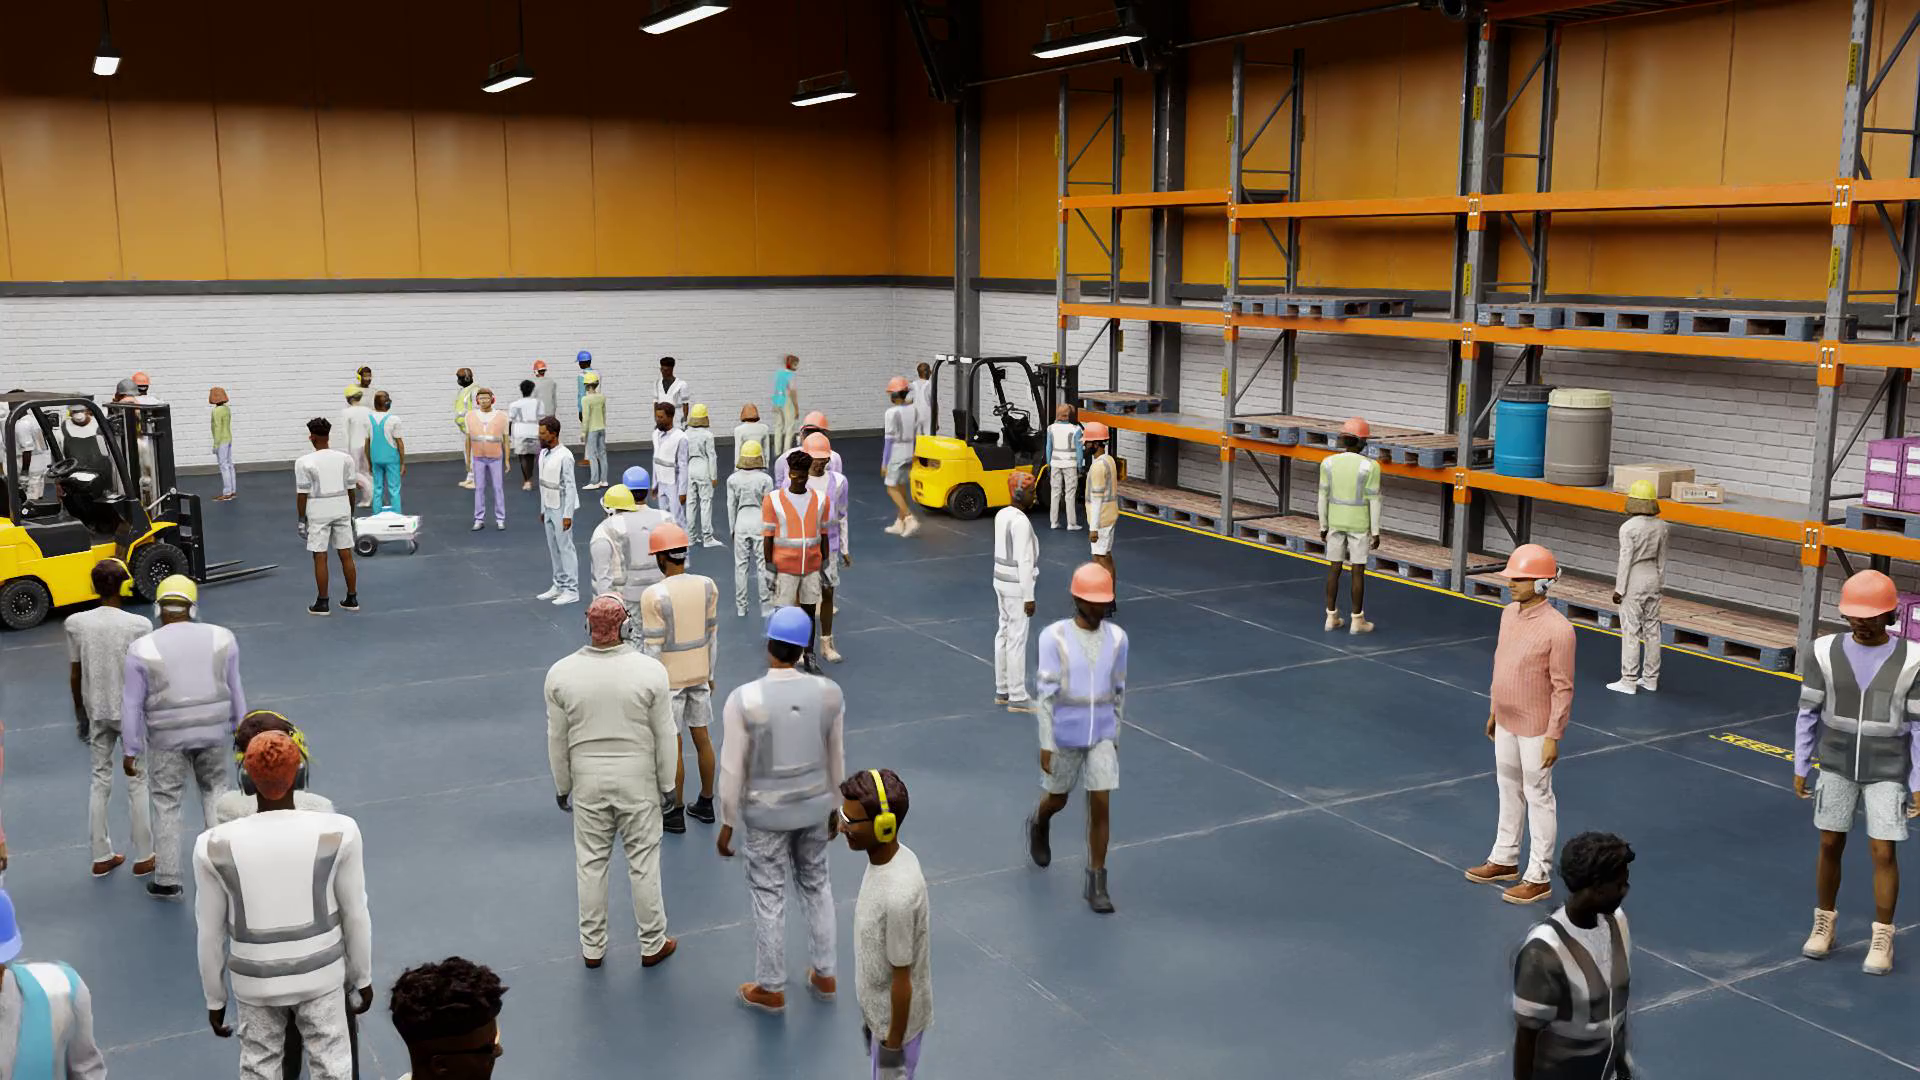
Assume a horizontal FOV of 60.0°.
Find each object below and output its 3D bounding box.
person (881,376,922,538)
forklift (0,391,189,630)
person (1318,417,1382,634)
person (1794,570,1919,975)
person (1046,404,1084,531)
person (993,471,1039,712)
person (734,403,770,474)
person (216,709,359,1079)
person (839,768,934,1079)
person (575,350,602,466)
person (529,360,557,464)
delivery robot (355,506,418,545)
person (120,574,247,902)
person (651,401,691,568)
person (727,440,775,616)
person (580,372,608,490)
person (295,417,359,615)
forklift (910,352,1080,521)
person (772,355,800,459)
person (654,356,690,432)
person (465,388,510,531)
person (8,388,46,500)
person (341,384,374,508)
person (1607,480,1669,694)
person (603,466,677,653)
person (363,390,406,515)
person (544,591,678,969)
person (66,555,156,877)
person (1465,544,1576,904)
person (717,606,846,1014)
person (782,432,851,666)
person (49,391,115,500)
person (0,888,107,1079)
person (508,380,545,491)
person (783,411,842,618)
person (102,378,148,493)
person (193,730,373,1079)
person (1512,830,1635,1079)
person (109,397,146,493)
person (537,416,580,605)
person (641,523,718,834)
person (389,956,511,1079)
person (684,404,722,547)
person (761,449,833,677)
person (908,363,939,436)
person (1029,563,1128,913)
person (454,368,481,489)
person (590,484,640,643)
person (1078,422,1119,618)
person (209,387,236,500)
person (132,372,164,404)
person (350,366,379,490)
[{"bbox_3d":[-0.742,-1.039,20.905,0.581,2.042,0.632,7,12,36],"label":"person"},{"bbox_3d":[-9.026,-0.363,16.508,1.214,2.155,2.313,6,11,29],"label":"forklift"},{"bbox_3d":[3.685,-0.141,15.669,0.615,2.040,0.391,8,13,39],"label":"person"},{"bbox_3d":[4.497,1.144,8.322,0.612,2.029,0.409,8,12,38],"label":"person"},{"bbox_3d":[1.348,-0.935,21.406,0.523,1.636,0.310,6,12,31],"label":"person"},{"bbox_3d":[0.445,0.399,13.015,0.356,1.885,0.573,-3,10,-17],"label":"person"},{"bbox_3d":[-2.694,-0.955,21.533,0.507,1.631,0.270,-7,12,-34],"label":"person"},{"bbox_3d":[-2.591,1.567,6.440,0.558,1.835,0.451,1,10,6],"label":"person"},{"bbox_3d":[-0.255,1.680,5.719,0.325,1.862,0.511,-1,10,-8],"label":"person"},{"bbox_3d":[-6.211,-2.198,27.821,0.416,1.939,0.604,4,10,20],"label":"person"},{"bbox_3d":[-7.069,-2.160,28.122,0.326,1.752,0.560,8,13,38],"label":"person"},{"bbox_3d":[-6.812,-0.156,19.767,0.707,0.478,0.477,-3,10,-15],"label":"delivery robot"},{"bbox_3d":[-4.340,1.091,9.311,0.670,1.783,0.482,-8,12,-37],"label":"person"},{"bbox_3d":[-3.248,-0.615,18.788,0.389,1.912,0.597,-8,13,-40],"label":"person"},{"bbox_3d":[-2.038,-0.113,16.370,0.484,1.744,0.295,2,10,10],"label":"person"},{"bbox_3d":[-5.537,-1.642,25.106,0.313,1.769,0.523,5,11,26],"label":"person"},{"bbox_3d":[-6.278,-0.240,16.502,0.387,1.957,0.604,9,14,43],"label":"person"},{"bbox_3d":[0.460,-1.461,22.833,2.313,2.155,1.214,-5,11,-28],"label":"forklift"},{"bbox_3d":[-3.008,-2.269,28.602,0.414,1.813,0.658,-7,12,-34],"label":"person"},{"bbox_3d":[-4.507,-1.883,25.919,0.609,1.963,0.367,4,10,20],"label":"person"},{"bbox_3d":[-6.071,-1.041,21.411,0.563,1.847,0.389,-1,10,-7],"label":"person"},{"bbox_3d":[-11.111,-0.827,19.838,0.364,1.962,0.612,-3,10,-17],"label":"person"},{"bbox_3d":[-8.304,-1.290,23.107,0.595,1.748,0.553,6,11,29],"label":"person"},{"bbox_3d":[5.517,0.377,13.546,0.492,1.742,0.320,-4,11,-23],"label":"person"},{"bbox_3d":[-2.457,0.402,12.812,0.613,1.945,0.406,-6,11,-30],"label":"person"},{"bbox_3d":[-7.240,-0.964,20.978,0.506,1.846,0.345,1,10,4],"label":"person"},{"bbox_3d":[-1.721,1.201,8.329,0.639,1.911,0.406,0,10,1],"label":"person"},{"bbox_3d":[-4.822,1.017,9.541,0.524,1.863,0.330,0,10,1],"label":"person"},{"bbox_3d":[3.124,1.004,9.209,0.379,1.996,0.611,-3,10,-17],"label":"person"},{"bbox_3d":[-0.826,1.282,7.843,0.661,1.922,0.400,-6,12,-32],"label":"person"},{"bbox_3d":[-1.232,0.079,14.410,0.615,2.038,0.395,-5,11,-24],"label":"person"},{"bbox_3d":[-9.854,-0.680,18.777,0.691,2.000,0.536,-6,11,-30],"label":"person"},{"bbox_3d":[-2.772,1.825,4.726,0.852,1.916,0.634,7,12,36],"label":"person"},{"bbox_3d":[-6.506,-1.563,24.955,0.581,1.672,0.564,-6,12,-32],"label":"person"},{"bbox_3d":[-1.429,-0.247,16.353,0.608,2.030,0.433,3,10,16],"label":"person"},{"bbox_3d":[-10.275,-1.005,20.647,0.536,2.000,0.684,6,11,29],"label":"person"},{"bbox_3d":[-2.439,1.613,6.052,0.582,1.878,0.343,-3,10,-16],"label":"person"},{"bbox_3d":[2.031,1.787,5.604,0.636,1.685,0.315,-7,12,-34],"label":"person"},{"bbox_3d":[-9.496,-0.683,19.122,0.381,1.929,0.541,2,10,11],"label":"person"},{"bbox_3d":[-4.100,-0.308,16.986,0.379,1.917,0.591,-8,12,-38],"label":"person"},{"bbox_3d":[-1.754,0.849,10.299,0.372,1.929,0.543,10,14,44],"label":"person"},{"bbox_3d":[-1.216,1.931,3.961,0.368,1.961,0.612,-4,10,-20],"label":"person"},{"bbox_3d":[-3.151,-0.788,20.253,0.493,1.743,0.303,5,11,28],"label":"person"},{"bbox_3d":[-1.349,0.218,13.842,0.600,1.958,0.385,-4,11,-24],"label":"person"},{"bbox_3d":[-0.571,-1.870,26.203,0.506,1.842,0.350,4,11,20],"label":"person"},{"bbox_3d":[0.652,1.042,9.261,0.562,1.915,0.849,-3,10,-17],"label":"person"},{"bbox_3d":[-7.454,-1.702,25.282,0.429,1.830,0.637,-8,13,-38],"label":"person"},{"bbox_3d":[-2.620,0.472,12.801,0.403,1.817,0.601,1,10,7],"label":"person"},{"bbox_3d":[1.352,-0.201,16.358,0.399,1.928,0.542,3,10,15],"label":"person"},{"bbox_3d":[-10.676,-1.392,24.039,0.280,1.636,0.500,-1,10,-6],"label":"person"},{"bbox_3d":[-11.195,-1.339,22.866,0.359,1.938,0.547,9,13,42],"label":"person"},{"bbox_3d":[-8.981,-1.696,25.163,0.322,1.860,0.518,9,13,41],"label":"person"}]
